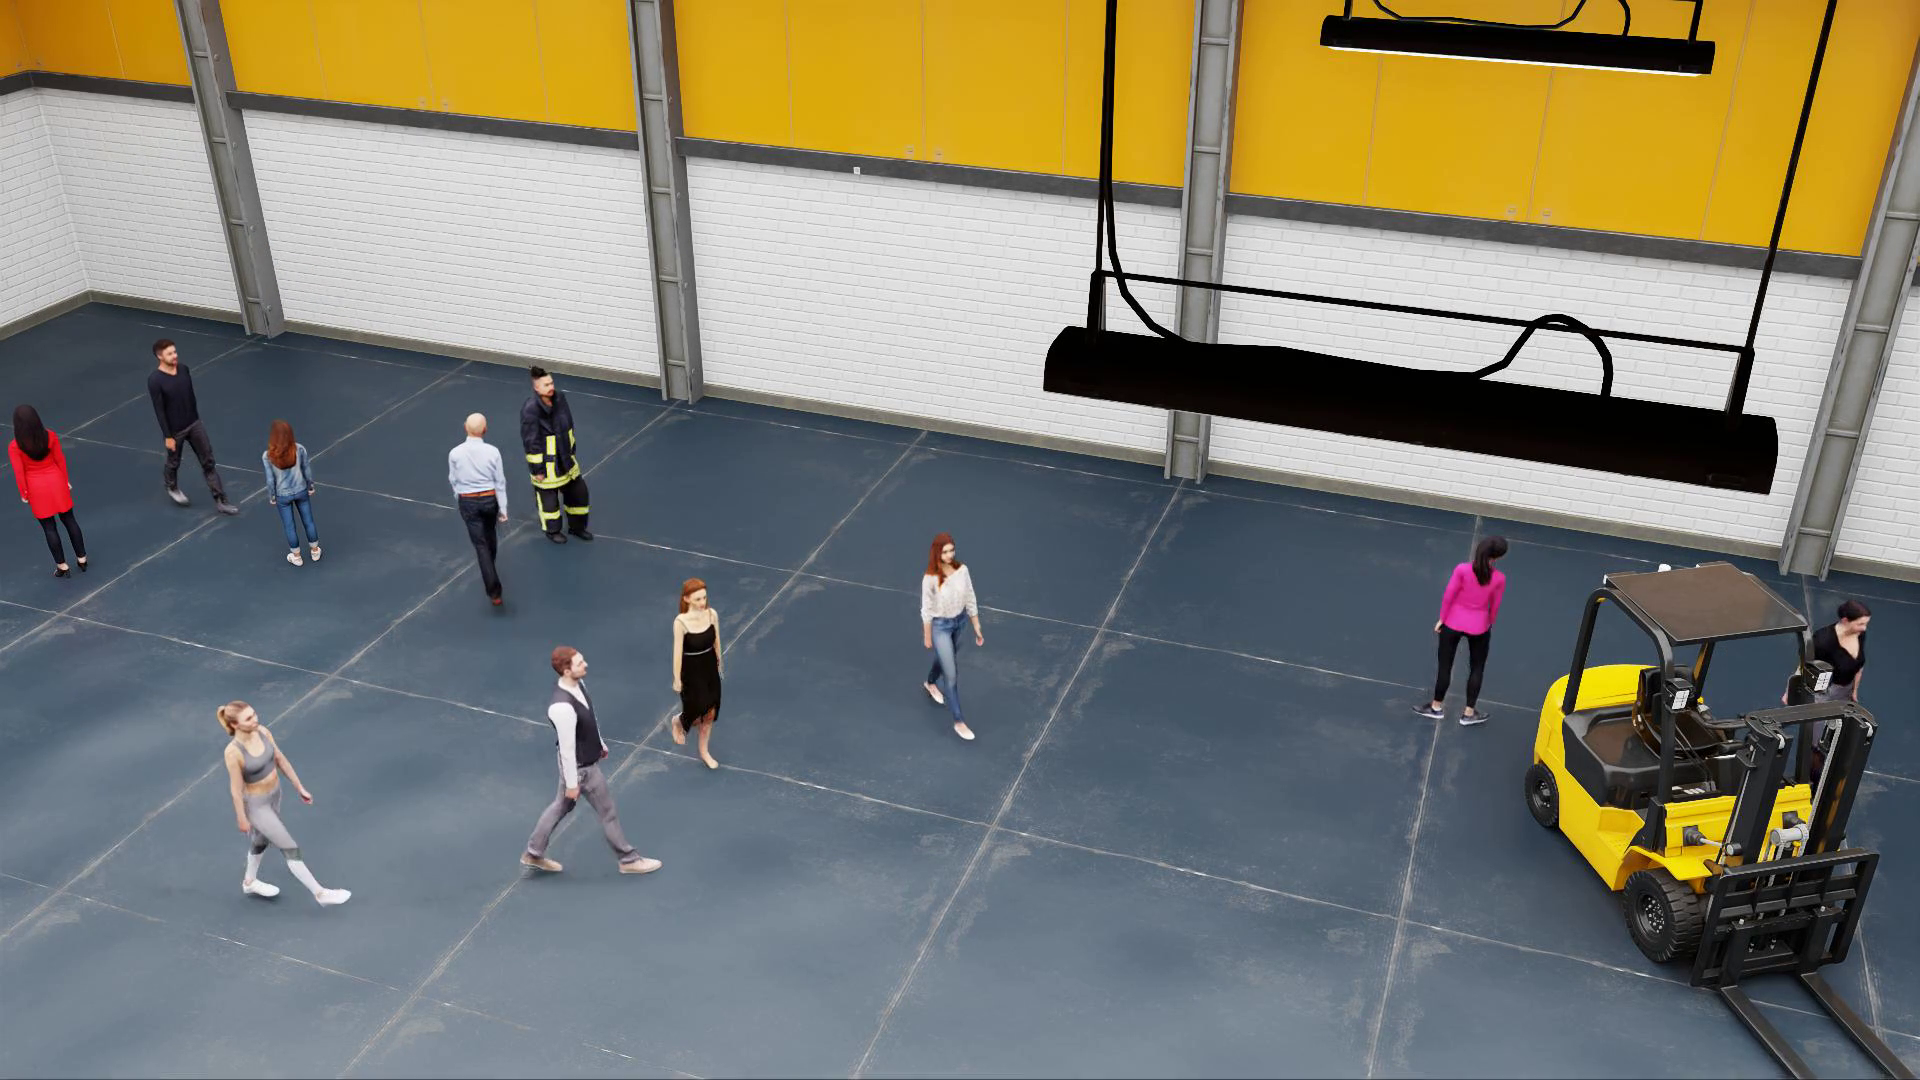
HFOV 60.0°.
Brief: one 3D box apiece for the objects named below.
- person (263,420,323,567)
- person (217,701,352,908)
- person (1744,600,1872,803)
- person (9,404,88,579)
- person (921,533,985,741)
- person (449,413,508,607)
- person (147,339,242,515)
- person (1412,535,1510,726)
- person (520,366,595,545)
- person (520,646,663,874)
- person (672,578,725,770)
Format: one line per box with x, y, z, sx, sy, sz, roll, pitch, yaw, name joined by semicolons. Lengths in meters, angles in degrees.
-6.312;-0.456;15.699;0.643;1.478;0.674;-18;33;-29;person
-4.824;1.811;11.362;1.119;1.652;0.685;5;29;9;person
6.396;1.131;12.546;1.133;1.712;1.207;-15;32;-25;person
-8.459;-0.458;15.420;0.719;1.748;0.699;22;36;35;person
-0.133;0.681;13.391;1.027;1.692;1.166;-16;32;-27;person
-4.325;-0.233;15.016;1.208;1.740;1.232;-11;30;-19;person
-7.807;-1.112;16.544;1.293;1.821;0.817;15;32;26;person
4.009;0.720;13.337;0.591;1.675;0.869;-2;29;-4;person
-3.980;-0.839;16.011;0.884;1.852;0.892;21;35;33;person
-2.748;1.560;11.558;1.322;1.904;1.067;-4;29;-8;person
-2.071;0.996;12.902;0.796;1.608;0.896;-19;34;-31;person
